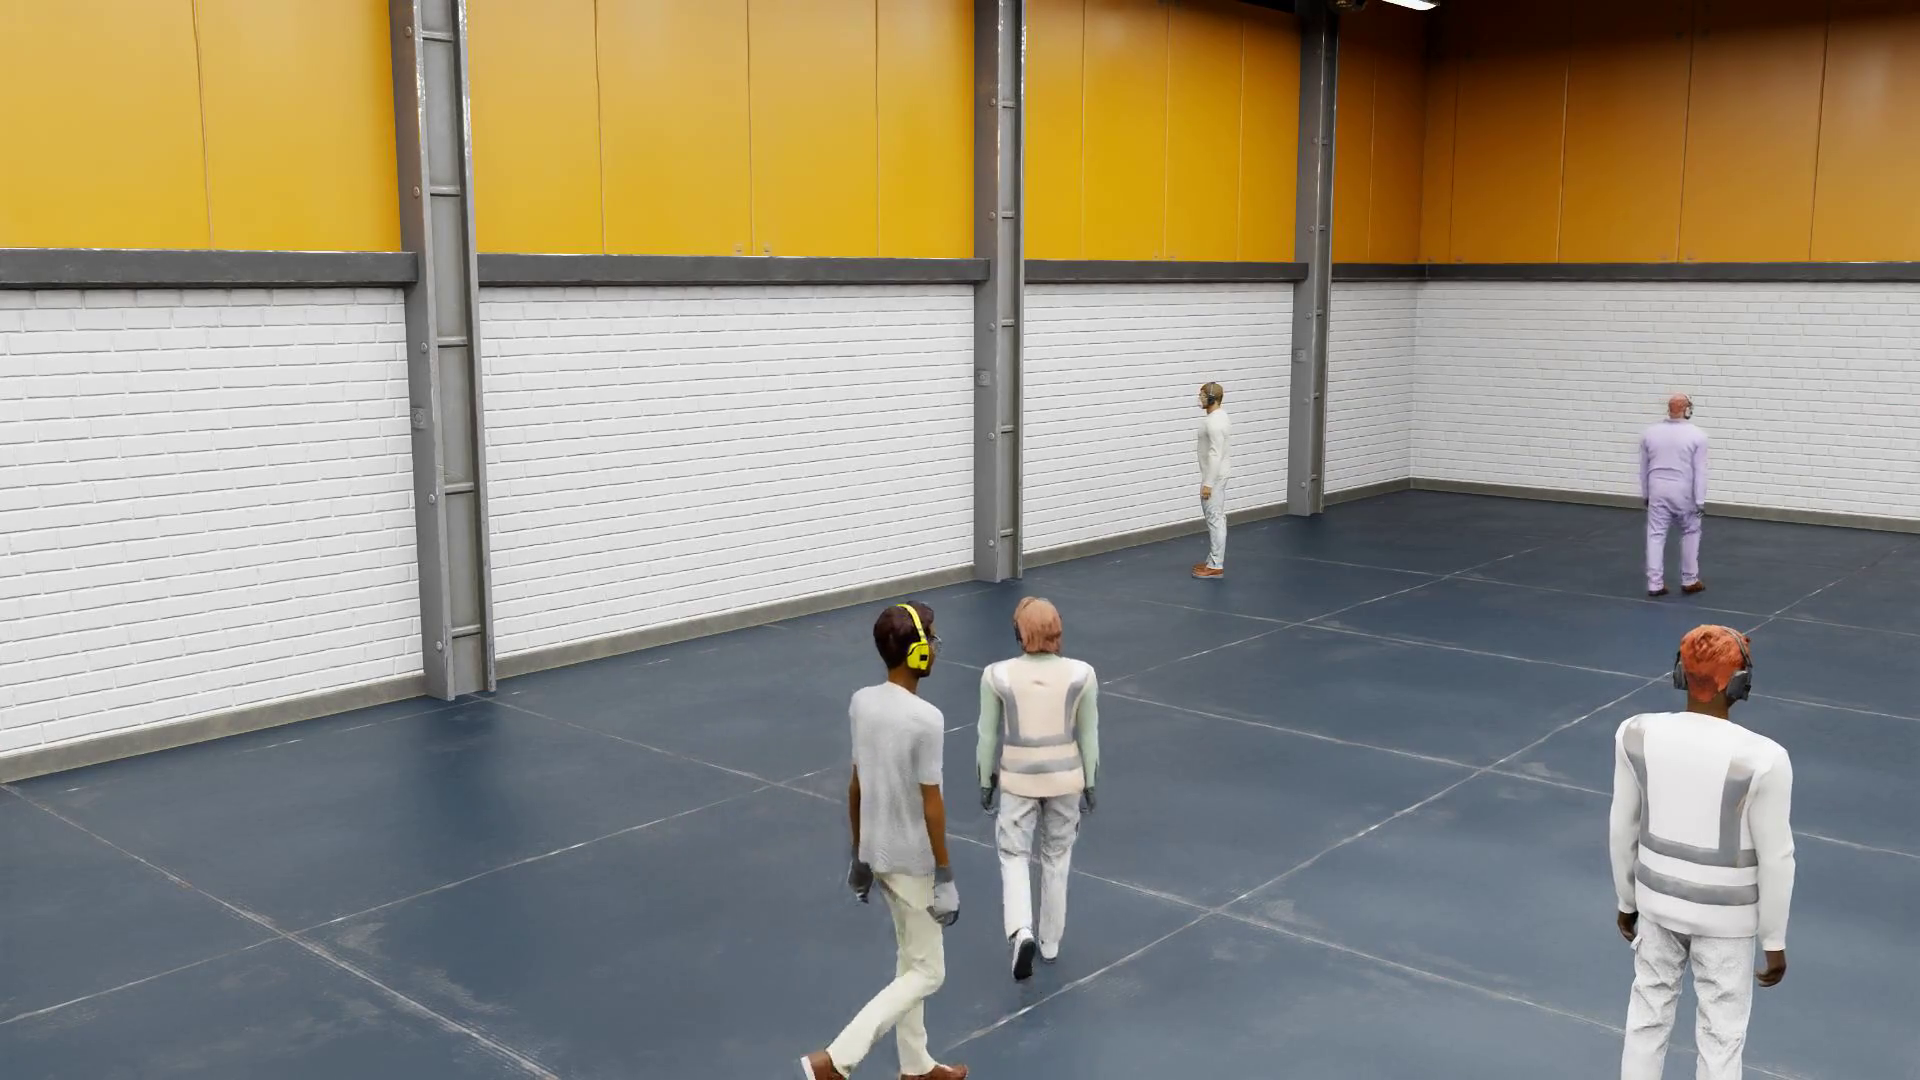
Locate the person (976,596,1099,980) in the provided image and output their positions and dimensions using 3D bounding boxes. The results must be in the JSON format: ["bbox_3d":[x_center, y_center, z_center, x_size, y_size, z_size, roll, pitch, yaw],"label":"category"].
[{"bbox_3d":[0.337,1.061,7.025,0.525,1.624,0.596,0,9,-2],"label":"person"}]

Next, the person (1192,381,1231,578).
[{"bbox_3d":[2.483,-0.592,16.393,0.370,1.941,0.627,2,9,13],"label":"person"}]

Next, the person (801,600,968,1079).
[{"bbox_3d":[-0.245,1.137,5.823,0.674,1.852,0.529,-6,11,-33],"label":"person"}]

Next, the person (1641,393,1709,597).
[{"bbox_3d":[6.707,-0.424,15.493,0.785,1.881,0.673,-8,12,-41],"label":"person"}]

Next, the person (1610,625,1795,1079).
[{"bbox_3d":[2.362,1.198,5.326,0.356,1.886,0.574,-8,12,-41],"label":"person"}]
